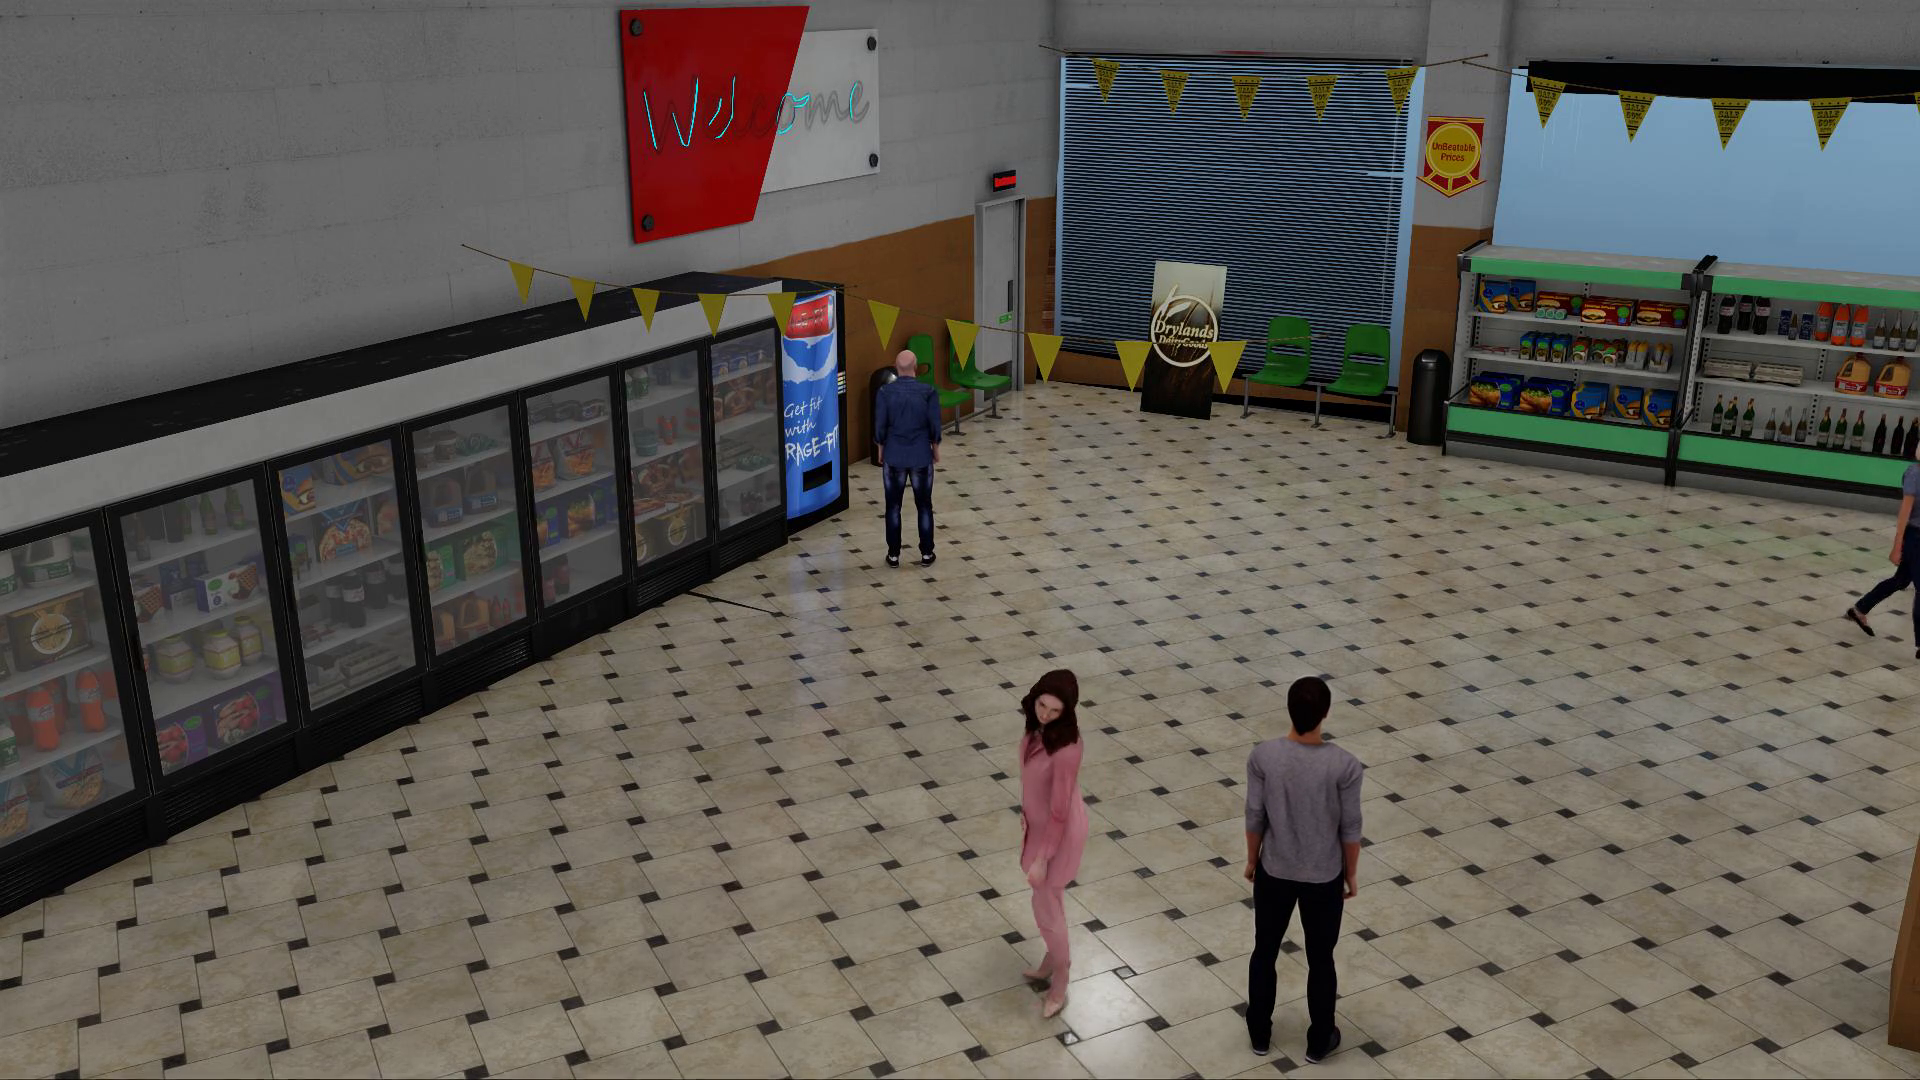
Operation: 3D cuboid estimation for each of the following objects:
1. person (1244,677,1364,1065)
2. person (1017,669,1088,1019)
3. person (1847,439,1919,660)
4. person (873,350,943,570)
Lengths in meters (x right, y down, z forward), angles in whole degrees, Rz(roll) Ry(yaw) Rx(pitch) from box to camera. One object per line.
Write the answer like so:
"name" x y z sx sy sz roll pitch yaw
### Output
"person" 1.503 1.458 7.368 0.541 1.843 0.759 6 20 18
"person" 0.449 1.380 7.718 0.818 1.767 0.757 0 19 -1
"person" 6.821 -0.011 11.964 0.960 1.691 1.169 -10 21 -27
"person" -0.428 -0.667 13.697 0.735 1.825 0.864 -1 19 -3
